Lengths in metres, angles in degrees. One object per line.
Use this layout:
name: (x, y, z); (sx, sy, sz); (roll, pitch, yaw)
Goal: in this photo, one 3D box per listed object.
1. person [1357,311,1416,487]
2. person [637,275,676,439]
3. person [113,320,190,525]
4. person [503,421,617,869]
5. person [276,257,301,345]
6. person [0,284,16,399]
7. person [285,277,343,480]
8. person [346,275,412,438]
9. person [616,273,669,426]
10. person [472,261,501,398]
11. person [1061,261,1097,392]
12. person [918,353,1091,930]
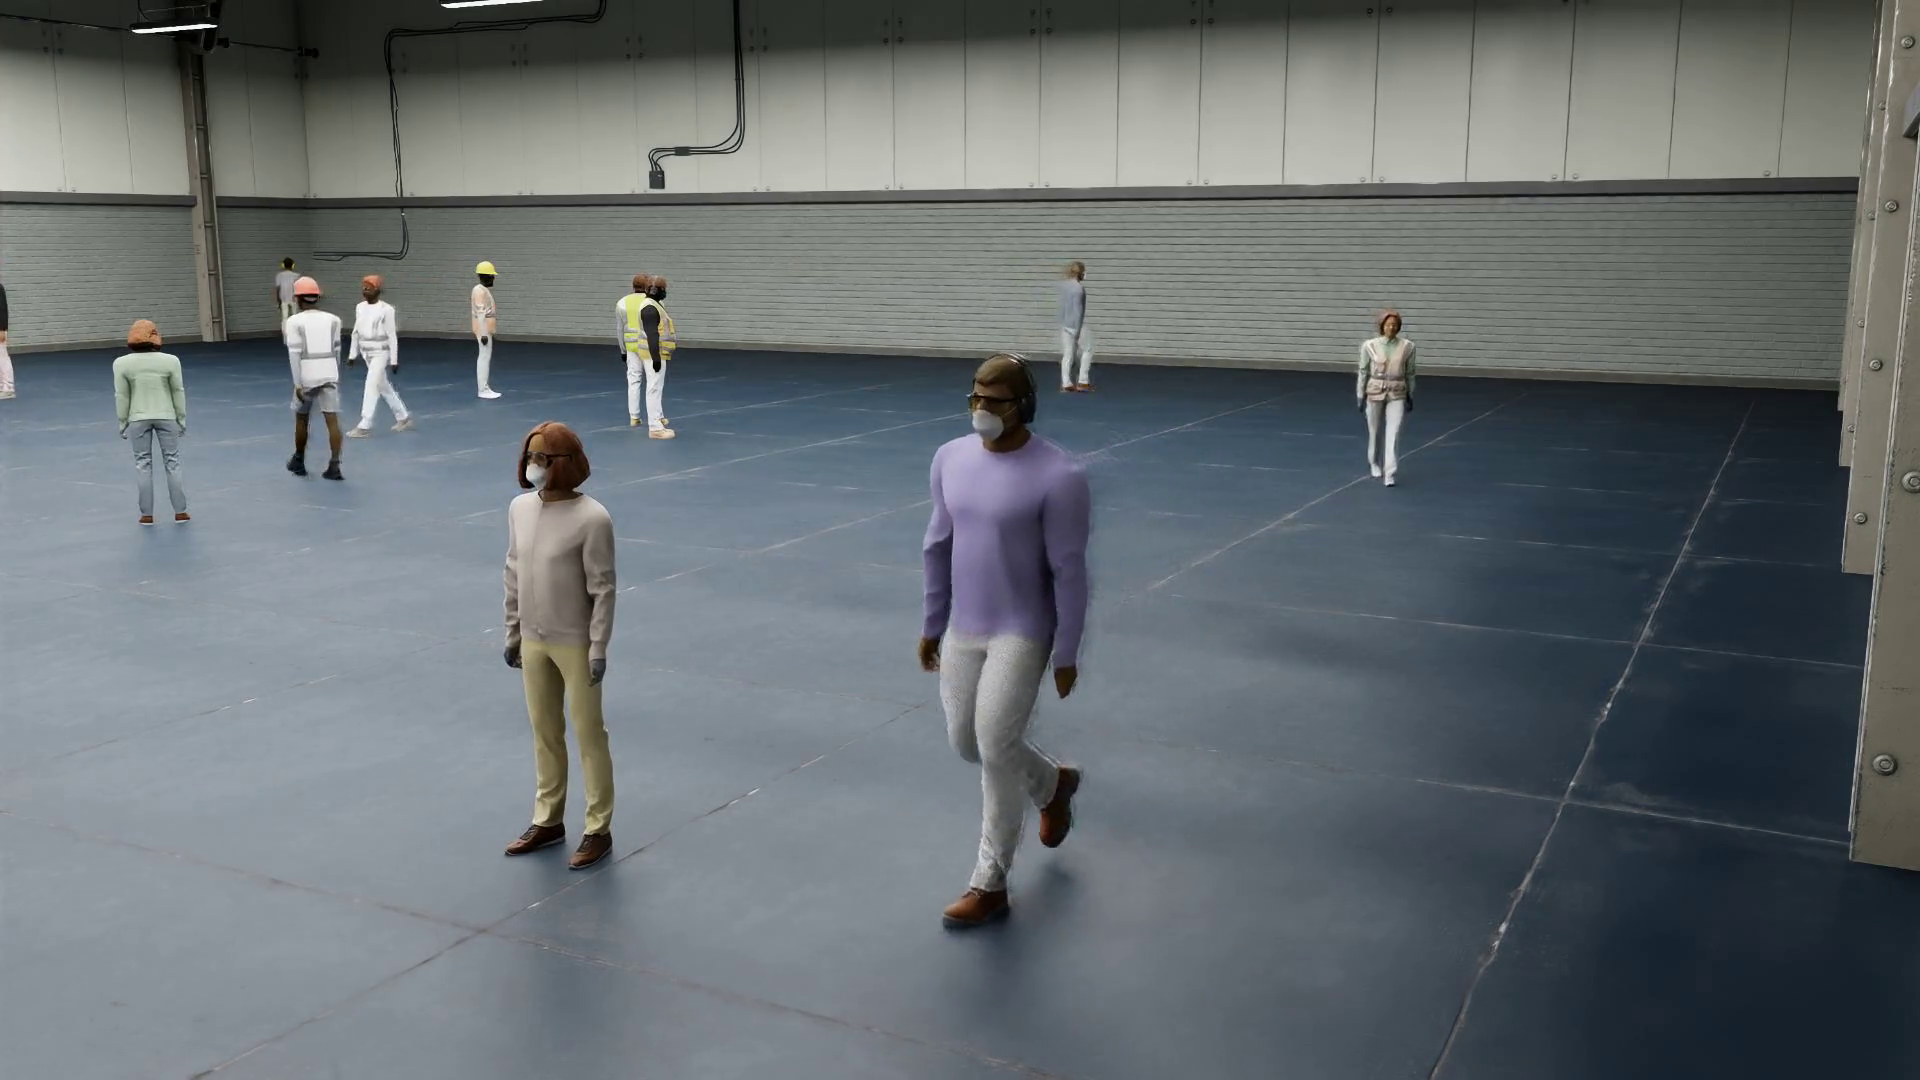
person: (3.977, -1.341, 15.536); (0.523, 1.599, 0.847); (2, 11, 12)
person: (-3.442, -2.078, 18.918); (0.429, 1.844, 0.627); (-2, 11, -9)
person: (-6.427, -0.932, 13.238); (0.498, 1.633, 0.284); (-4, 11, -23)
person: (-1.470, 0.377, 6.089); (0.499, 1.636, 0.286); (6, 12, 29)
person: (-13.995, -4.965, 34.681); (0.517, 1.840, 0.750); (-3, 11, -17)
person: (-13.633, -2.982, 23.432); (0.622, 1.992, 0.396); (8, 13, 38)
person: (-6.163, -1.538, 15.811); (0.548, 1.891, 0.948); (-9, 14, -42)
person: (-6.714, -2.125, 19.180); (0.574, 1.846, 0.970); (7, 13, 35)
person: (-3.806, -2.289, 20.070); (0.631, 1.843, 0.429); (2, 11, 9)
person: (-6.693, -2.967, 23.531); (0.381, 1.924, 0.594); (-2, 11, -9)
person: (1.781, -3.109, 24.355); (0.649, 1.918, 0.633); (-4, 11, -20)
person: (0.188, 0.309, 5.709); (0.636, 1.919, 0.785); (9, 14, 41)
